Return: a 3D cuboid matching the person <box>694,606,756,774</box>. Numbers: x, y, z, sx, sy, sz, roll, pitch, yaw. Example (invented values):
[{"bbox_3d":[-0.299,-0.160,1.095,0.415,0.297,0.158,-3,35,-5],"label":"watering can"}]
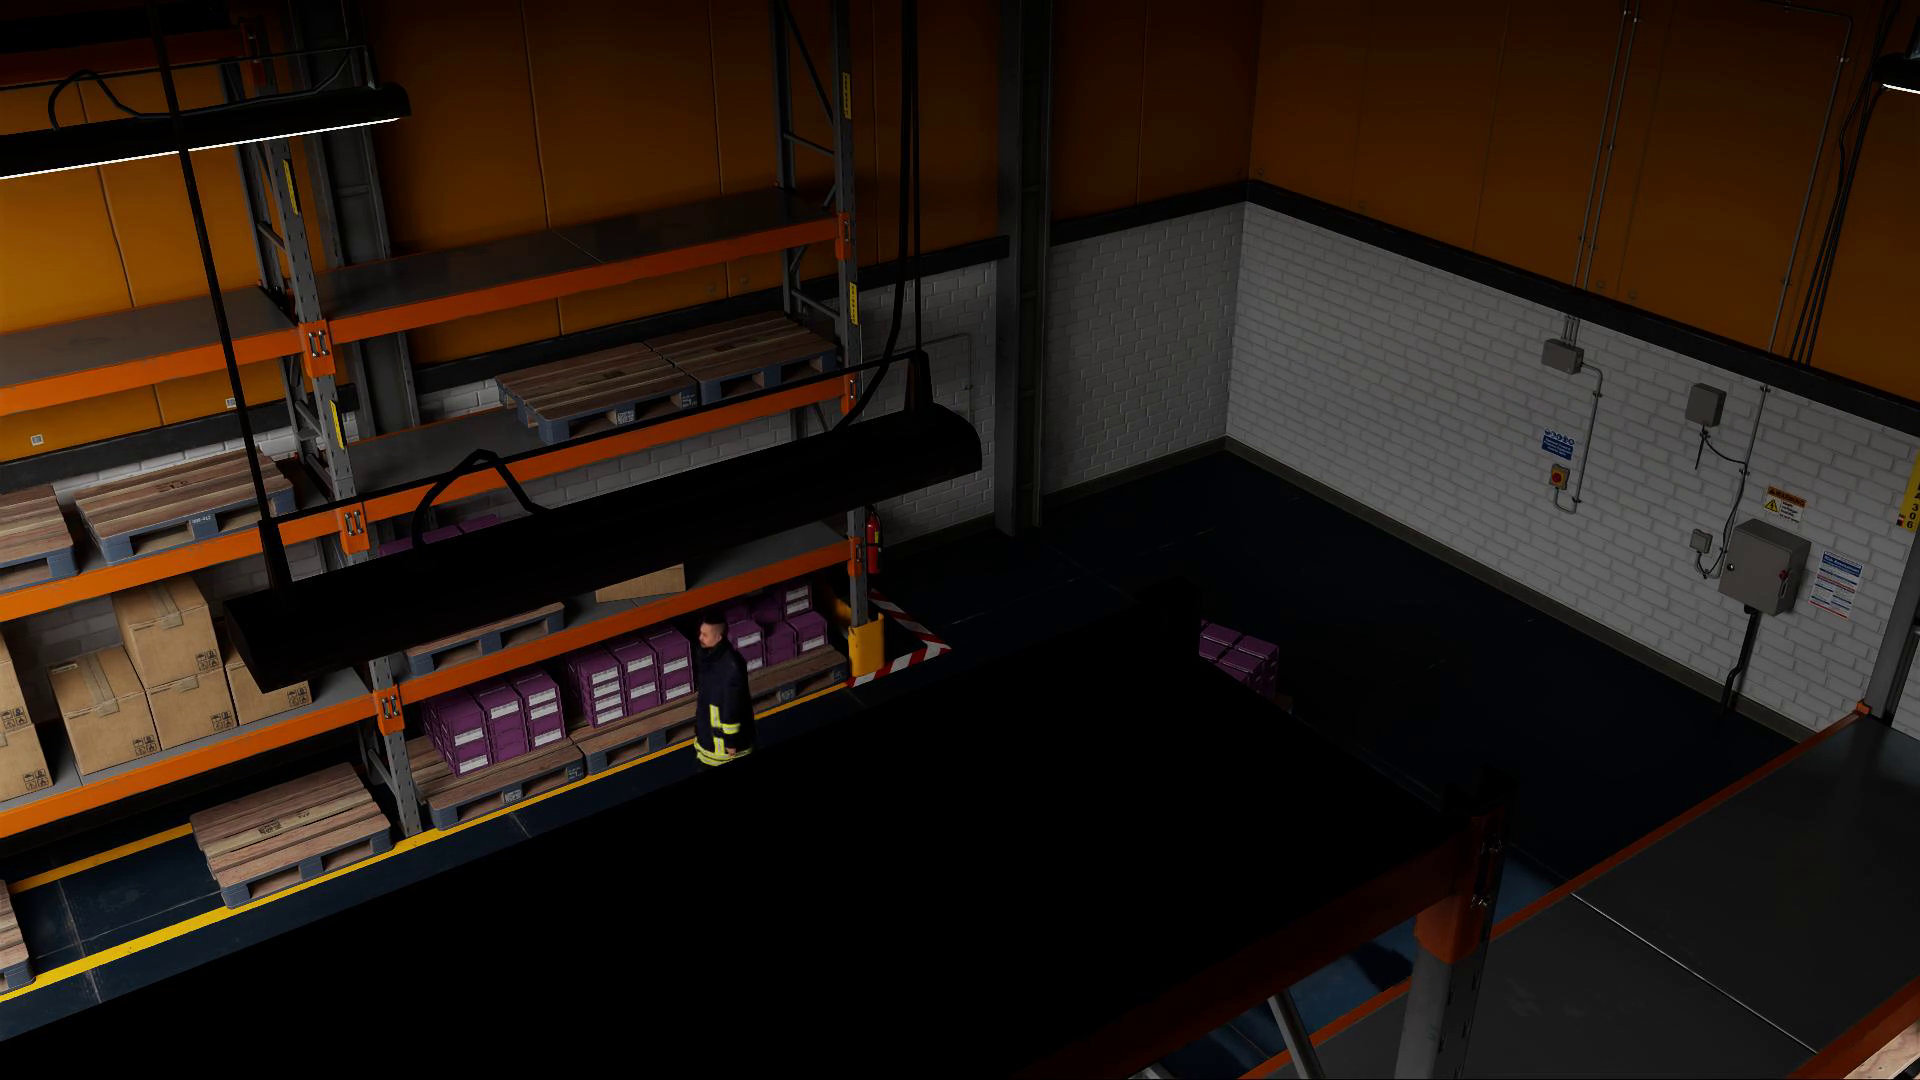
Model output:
[{"bbox_3d":[-1.672,1.319,12.294,0.935,1.840,0.769,-20,34,-32],"label":"person"}]
